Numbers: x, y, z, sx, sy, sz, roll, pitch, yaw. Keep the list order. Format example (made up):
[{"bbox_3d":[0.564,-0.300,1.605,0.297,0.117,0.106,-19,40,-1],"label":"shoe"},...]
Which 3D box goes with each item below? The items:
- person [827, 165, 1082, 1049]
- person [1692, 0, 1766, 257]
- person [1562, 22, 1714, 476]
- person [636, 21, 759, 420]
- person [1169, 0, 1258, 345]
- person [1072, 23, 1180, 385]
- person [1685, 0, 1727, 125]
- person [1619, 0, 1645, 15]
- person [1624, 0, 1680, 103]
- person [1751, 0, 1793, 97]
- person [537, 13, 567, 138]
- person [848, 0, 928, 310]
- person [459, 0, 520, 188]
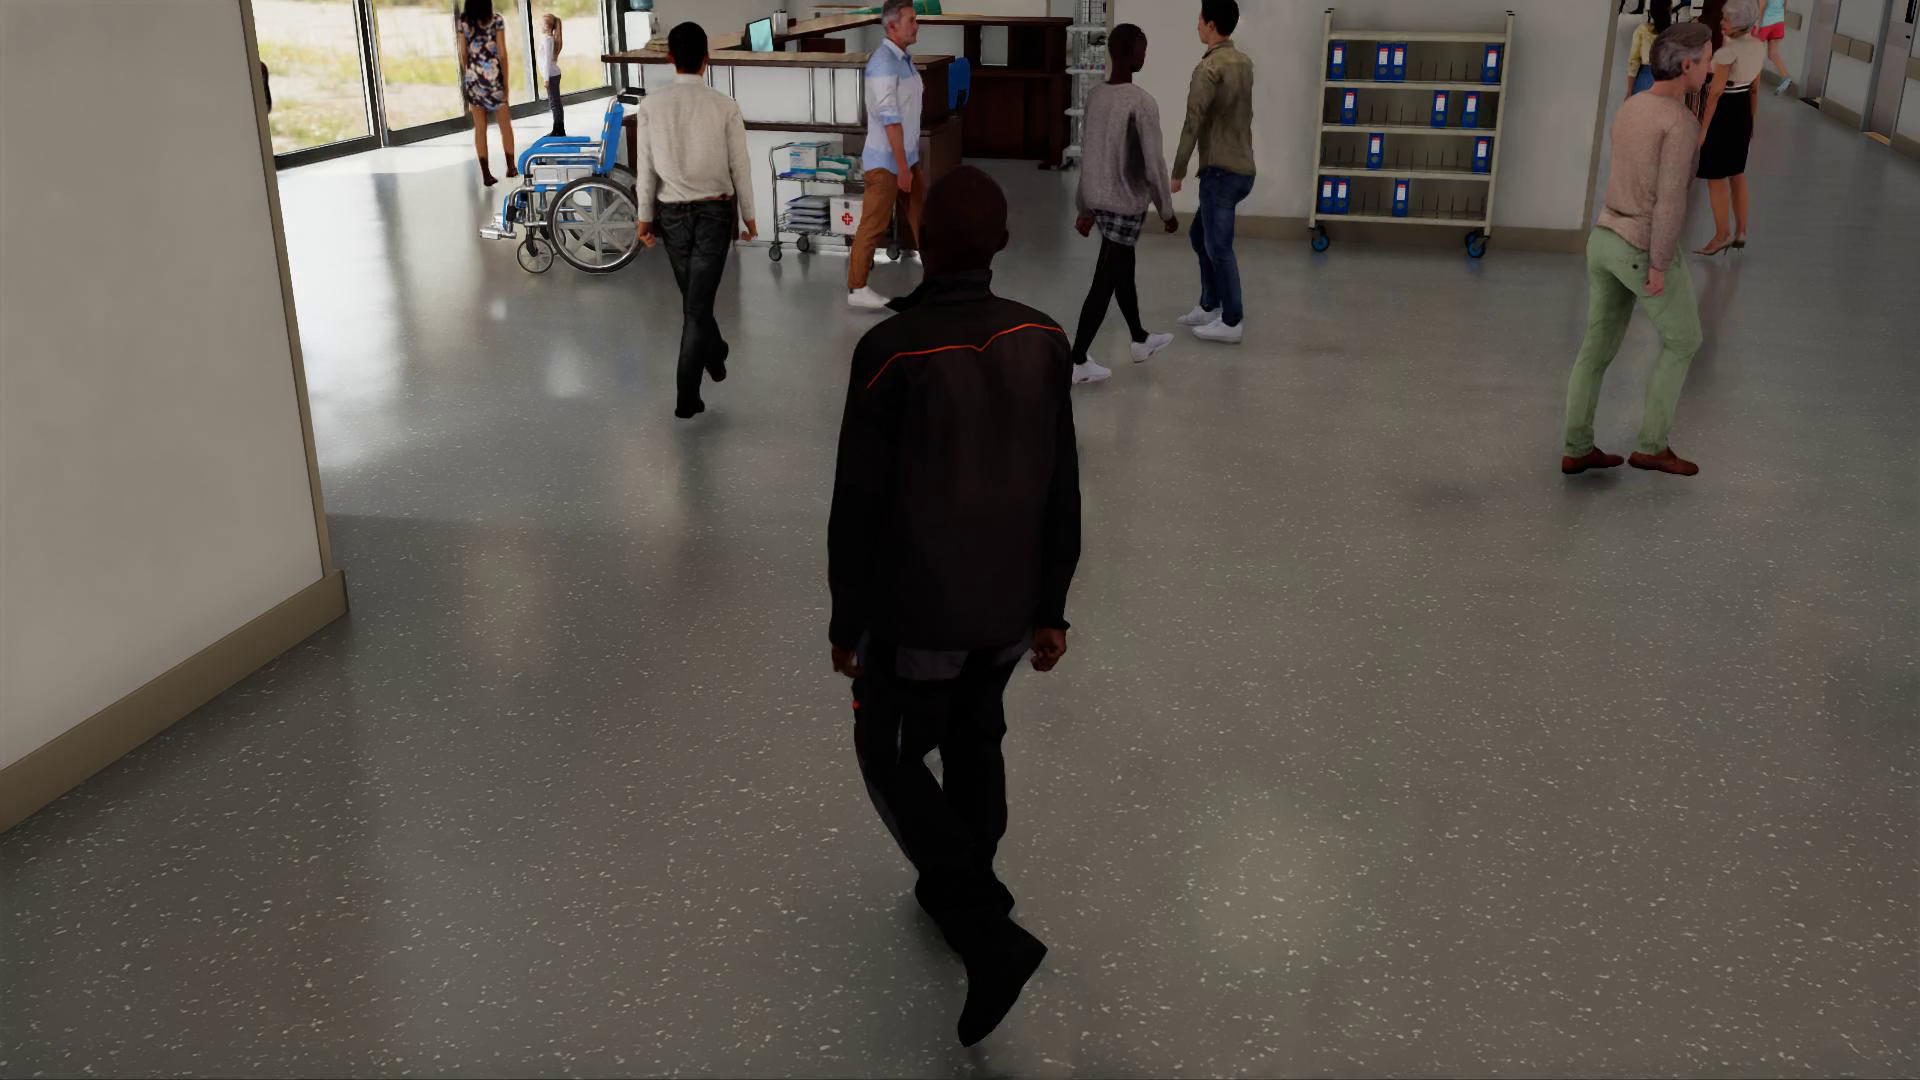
[{"bbox_3d":[0.018,0.167,3.446,1.059,1.802,1.107,-10,23,-25],"label":"person"},{"bbox_3d":[5.307,-2.805,11.397,0.807,1.728,0.846,-8,22,-21],"label":"person"},{"bbox_3d":[2.696,-1.144,6.839,0.921,1.849,0.848,-5,21,-14],"label":"person"},{"bbox_3d":[-1.244,-1.430,7.718,1.143,1.762,0.854,2,21,6],"label":"person"},{"bbox_3d":[1.513,-1.982,9.054,0.827,1.847,0.832,12,24,28],"label":"person"},{"bbox_3d":[0.708,-1.614,8.241,1.074,1.736,1.066,-14,25,-33],"label":"person"},{"bbox_3d":[7.688,-4.904,17.170,0.527,1.562,0.655,1,21,1],"label":"person"},{"bbox_3d":[15.710,-13.099,38.358,1.036,1.882,0.811,1,21,4],"label":"person"},{"bbox_3d":[6.029,-3.918,14.473,0.479,1.630,0.700,4,21,11],"label":"person"},{"bbox_3d":[10.366,-6.505,21.156,1.170,1.733,1.032,-5,21,-14],"label":"person"},{"bbox_3d":[-4.296,-4.885,17.524,0.571,1.278,0.543,0,21,0],"label":"person"},{"bbox_3d":[-0.477,-2.240,9.813,1.039,1.792,0.705,6,21,14],"label":"person"},{"bbox_3d":[-4.115,-3.904,14.331,0.942,1.705,0.800,0,21,1],"label":"person"}]
